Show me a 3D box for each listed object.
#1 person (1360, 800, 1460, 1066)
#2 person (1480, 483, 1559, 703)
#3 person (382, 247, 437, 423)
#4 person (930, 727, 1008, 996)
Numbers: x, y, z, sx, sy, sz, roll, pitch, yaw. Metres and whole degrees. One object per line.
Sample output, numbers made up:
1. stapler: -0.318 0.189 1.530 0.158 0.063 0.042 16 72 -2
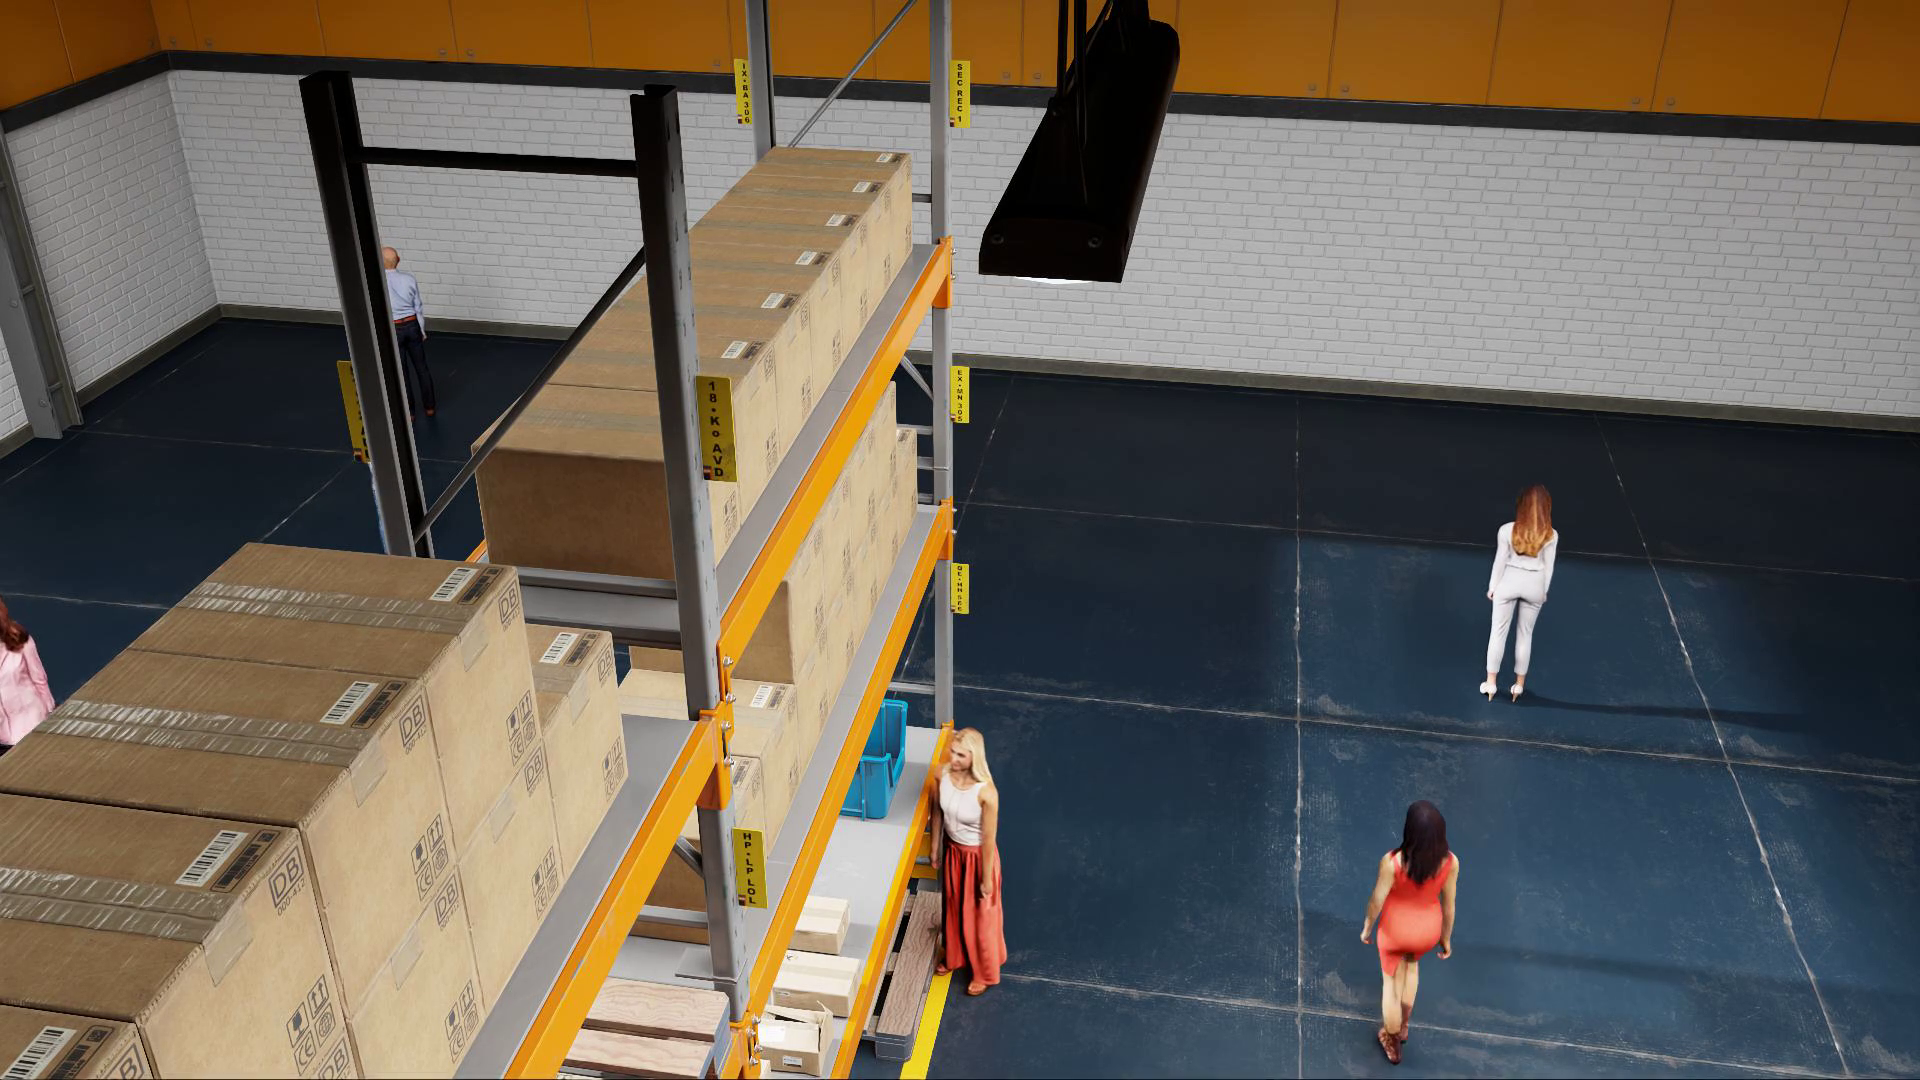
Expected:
1. person: 2.429 2.167 8.915 0.685 1.710 0.666 -2 29 -4
2. person: 4.065 0.397 12.099 0.570 1.767 0.518 4 29 8
3. person: -5.550 -2.051 16.562 0.720 1.791 0.789 -20 34 -32
4. person: 0.053 1.811 9.474 0.730 1.800 0.759 23 36 36
